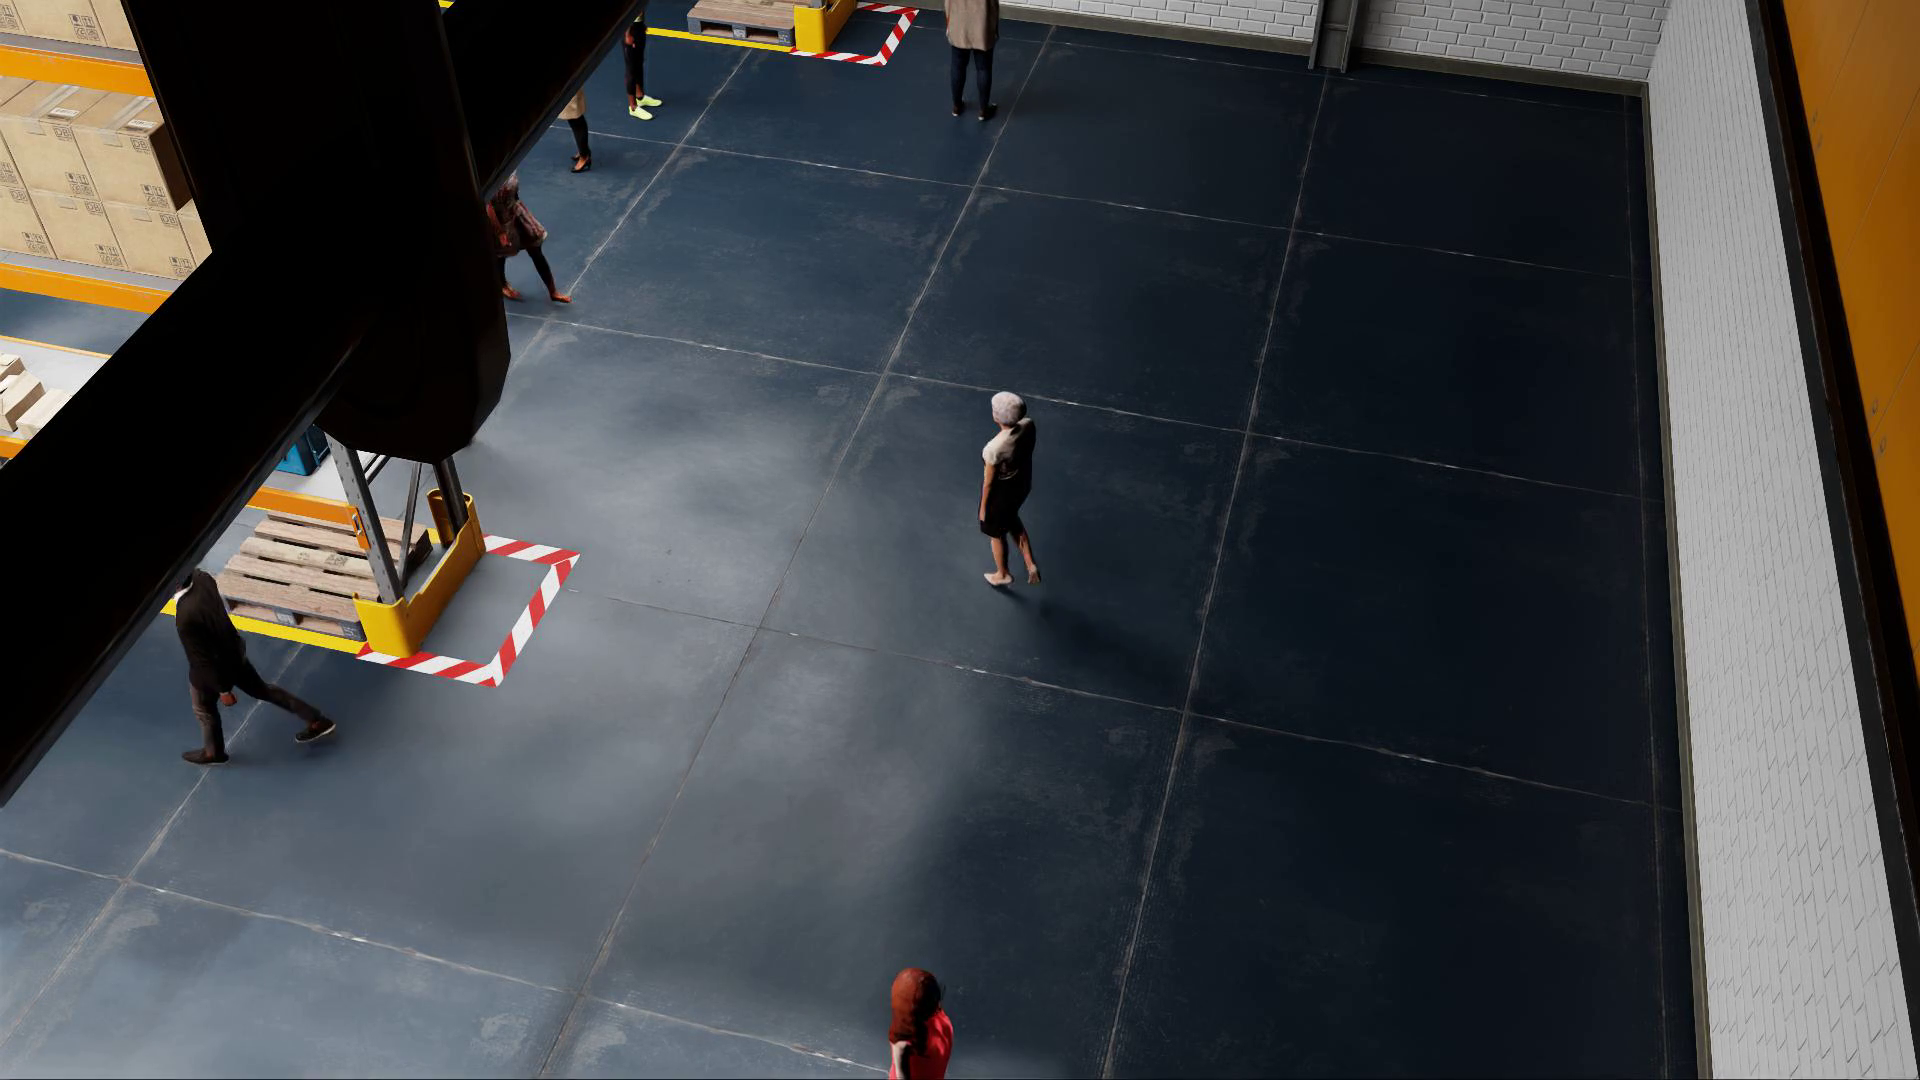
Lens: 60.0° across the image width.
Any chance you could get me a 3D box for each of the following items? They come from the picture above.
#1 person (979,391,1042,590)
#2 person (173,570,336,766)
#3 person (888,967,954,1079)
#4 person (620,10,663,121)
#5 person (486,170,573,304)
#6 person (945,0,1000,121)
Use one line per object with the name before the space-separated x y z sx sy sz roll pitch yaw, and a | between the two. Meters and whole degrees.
person | 0.391 -0.269 11.295 0.915 1.742 0.821 32 52 29
person | -4.439 0.745 10.221 1.291 1.754 0.976 -4 44 -4
person | -0.214 2.653 8.166 0.501 1.828 0.595 12 45 12
person | -3.217 -4.997 16.249 0.512 1.755 0.560 9 44 9
person | -3.880 -2.695 13.934 1.059 1.615 0.835 25 49 24
person | 0.106 -5.010 16.162 0.585 1.892 0.750 12 45 12
